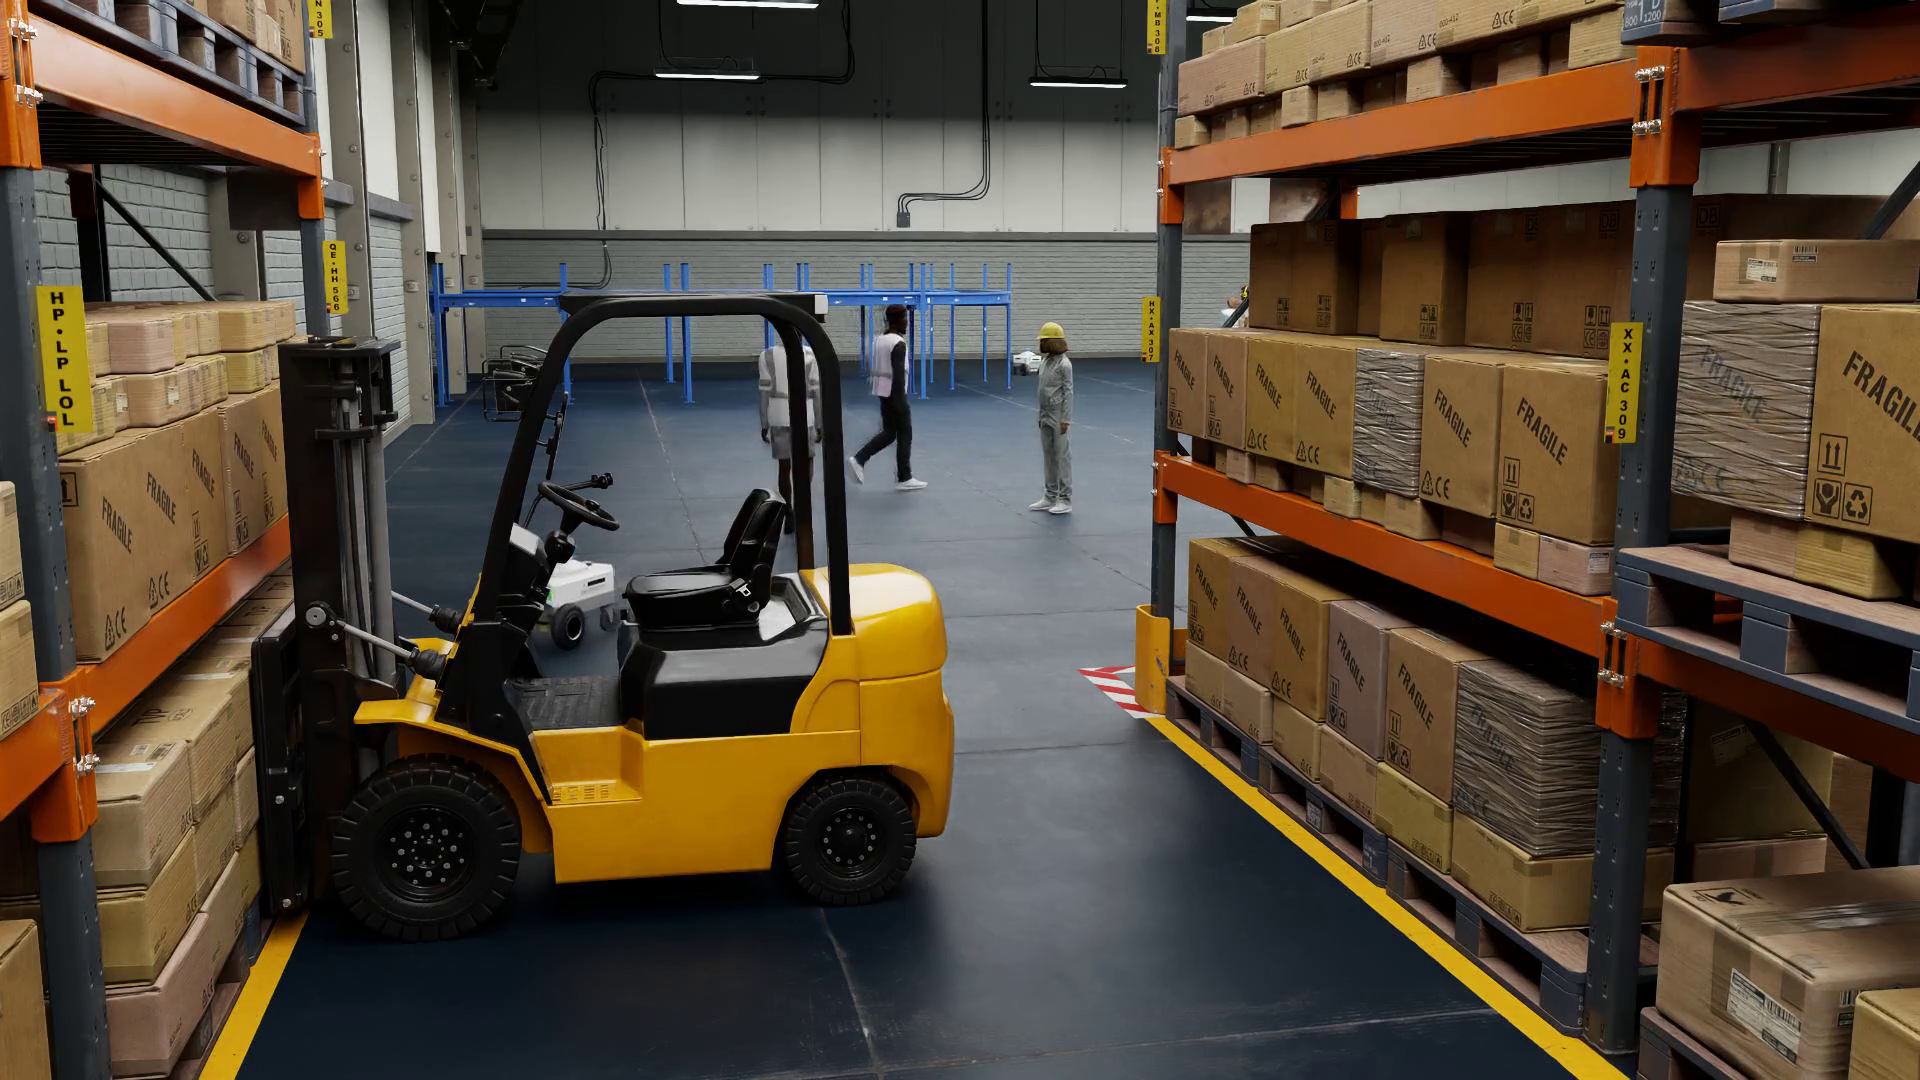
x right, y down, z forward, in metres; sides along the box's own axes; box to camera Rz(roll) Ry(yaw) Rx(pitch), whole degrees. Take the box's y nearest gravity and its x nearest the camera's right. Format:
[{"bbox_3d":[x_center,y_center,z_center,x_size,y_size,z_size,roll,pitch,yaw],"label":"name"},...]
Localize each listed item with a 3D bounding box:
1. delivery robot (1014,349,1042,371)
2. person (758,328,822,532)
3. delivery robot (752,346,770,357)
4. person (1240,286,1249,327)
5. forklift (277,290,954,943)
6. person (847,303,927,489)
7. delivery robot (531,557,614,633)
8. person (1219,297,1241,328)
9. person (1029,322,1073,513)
[{"bbox_3d":[1.418,-3.774,34.911,0.477,0.478,0.707,-5,11,-27],"label":"delivery robot"},{"bbox_3d":[-1.435,-1.030,14.188,0.560,1.920,0.400,0,9,-2],"label":"person"},{"bbox_3d":[-4.131,-4.065,35.896,0.698,0.223,0.335,1,9,4],"label":"delivery robot"},{"bbox_3d":[5.687,-4.109,33.110,0.328,1.873,0.517,4,10,25],"label":"person"},{"bbox_3d":[-1.179,0.175,6.143,2.313,2.155,1.214,-2,10,-12],"label":"forklift"},{"bbox_3d":[-0.737,-1.457,16.880,0.743,1.898,0.597,-4,10,-22],"label":"person"},{"bbox_3d":[-2.423,0.292,10.128,0.477,0.478,0.707,4,10,22],"label":"delivery robot"},{"bbox_3d":[5.668,-4.285,34.907,0.549,1.623,0.405,-2,9,-11],"label":"person"},{"bbox_3d":[0.852,-1.122,15.290,0.314,1.744,0.487,-5,10,-27],"label":"person"}]
